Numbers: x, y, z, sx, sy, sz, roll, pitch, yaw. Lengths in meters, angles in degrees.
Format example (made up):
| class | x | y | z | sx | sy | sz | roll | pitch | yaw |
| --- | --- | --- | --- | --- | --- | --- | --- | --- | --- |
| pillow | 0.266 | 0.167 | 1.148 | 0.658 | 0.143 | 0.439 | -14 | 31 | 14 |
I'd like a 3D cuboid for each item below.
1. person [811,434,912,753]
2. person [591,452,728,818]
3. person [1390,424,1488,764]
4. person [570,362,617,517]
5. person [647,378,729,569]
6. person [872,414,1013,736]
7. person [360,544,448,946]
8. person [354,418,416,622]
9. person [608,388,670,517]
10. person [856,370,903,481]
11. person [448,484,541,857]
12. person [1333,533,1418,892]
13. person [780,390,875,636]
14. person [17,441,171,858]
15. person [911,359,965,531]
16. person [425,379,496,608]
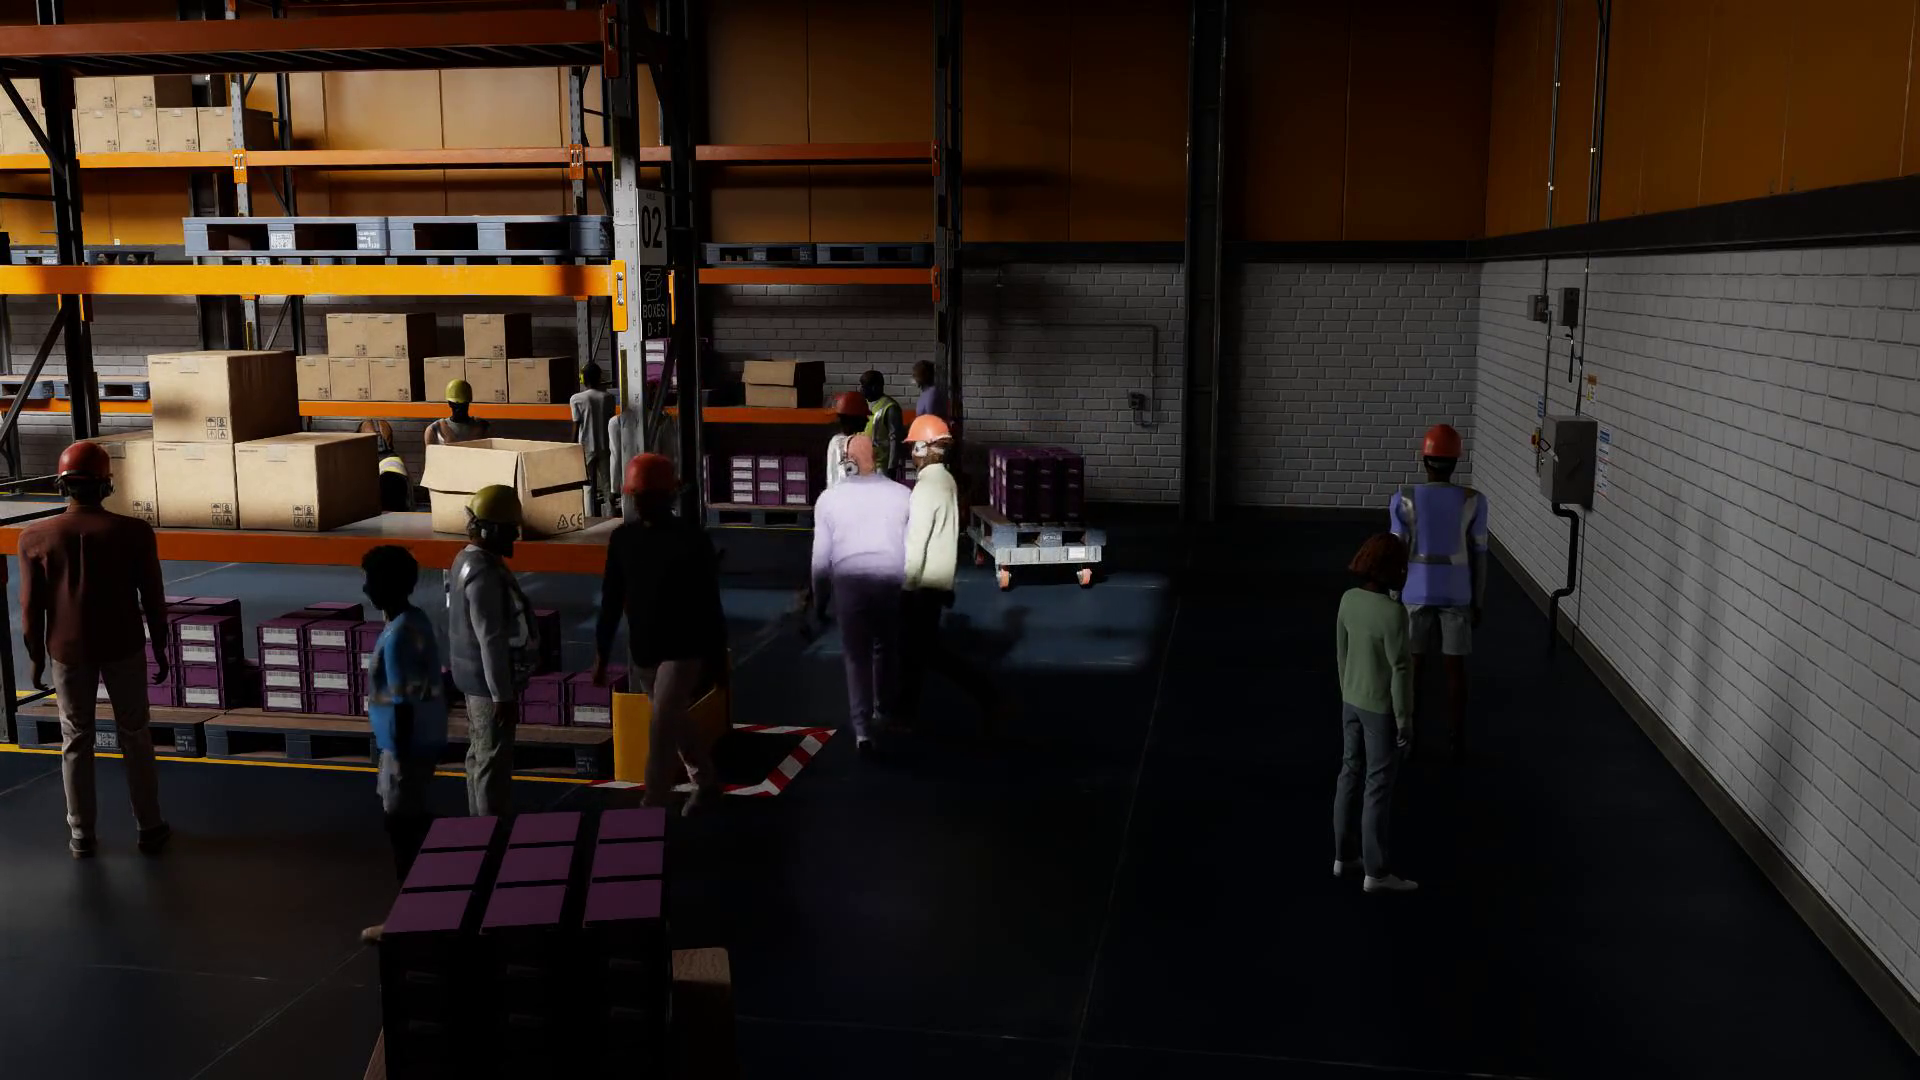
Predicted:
| class | x | y | z | sx | sy | sz | roll | pitch | yaw |
| --- | --- | --- | --- | --- | --- | --- | --- | --- | --- |
| person | -0.538 | 0.302 | 9.830 | 0.677 | 1.854 | 0.977 | -1 | 9 | -8 |
| person | -1.440 | 0.521 | 8.171 | 0.626 | 1.950 | 1.035 | 5 | 10 | 29 |
| person | 2.706 | 0.311 | 9.467 | 0.542 | 1.939 | 0.363 | 2 | 9 | 14 |
| person | -3.808 | -0.918 | 17.311 | 0.535 | 1.868 | 0.309 | -6 | 11 | -33 |
| person | -2.595 | -0.565 | 15.237 | 0.887 | 1.851 | 0.593 | -4 | 10 | -24 |
| person | -0.126 | 0.233 | 9.892 | 0.860 | 1.959 | 0.616 | 2 | 9 | 11 |
| person | -2.259 | 0.844 | 6.961 | 0.469 | 1.673 | 0.549 | -1 | 9 | -9 |
| person | -3.825 | 0.106 | 11.076 | 0.429 | 1.836 | 0.625 | -4 | 10 | -21 |
| person | -2.801 | -0.478 | 14.540 | 0.575 | 1.881 | 0.356 | -7 | 12 | -37 |
| person | -0.840 | -0.748 | 16.352 | 0.429 | 1.839 | 0.633 | -8 | 12 | -40 |
| person | -2.153 | 0.649 | 7.733 | 0.403 | 1.823 | 0.586 | -4 | 10 | -24 |
| person | 1.884 | 0.774 | 7.545 | 0.289 | 1.632 | 0.497 | -3 | 10 | -21 |
| person | -0.923 | -0.189 | 12.694 | 0.889 | 1.909 | 0.555 | -1 | 9 | -9 |
| person | -4.138 | 0.521 | 7.991 | 0.623 | 1.992 | 0.396 | -4 | 10 | -22 |
| person | -0.255 | -0.875 | 16.897 | 0.488 | 1.918 | 0.667 | -1 | 9 | -4 |
| person | -4.131 | -0.383 | 13.861 | 0.581 | 1.919 | 0.393 | -6 | 11 | -31 |
